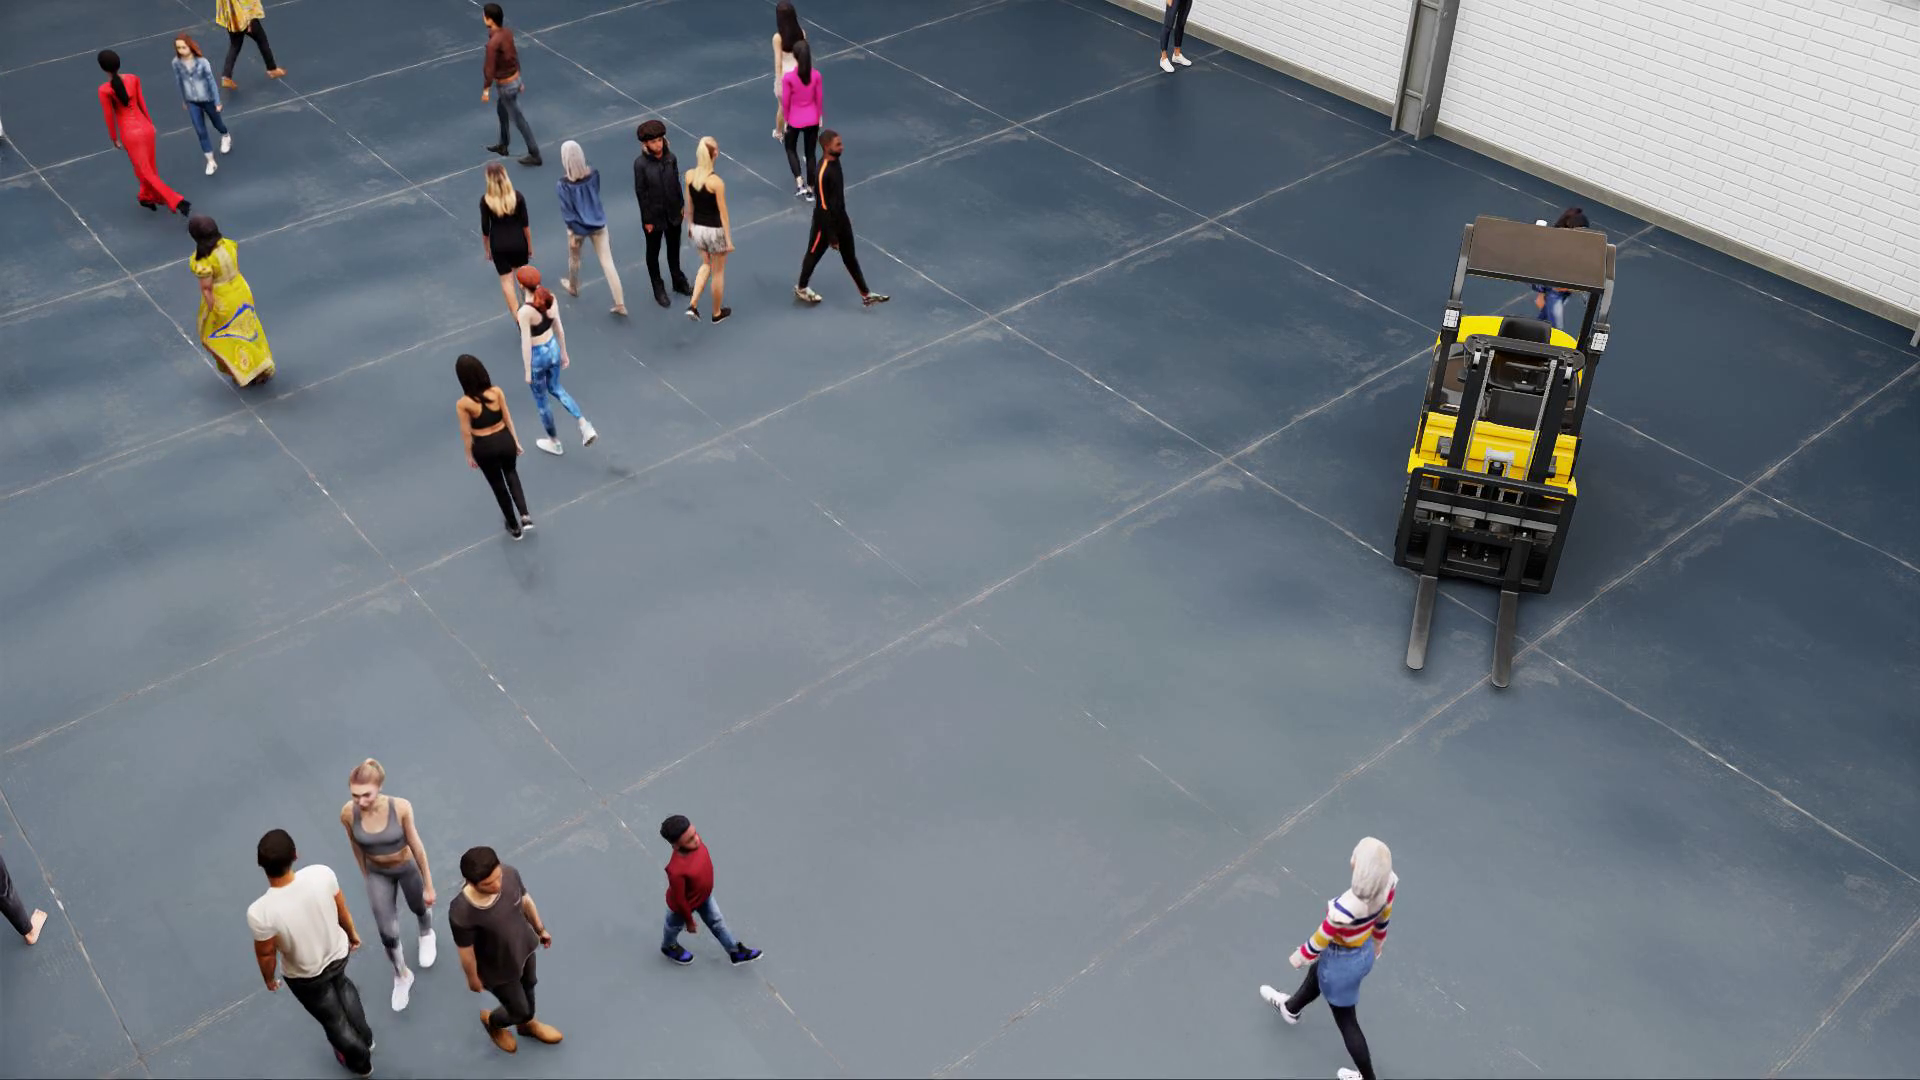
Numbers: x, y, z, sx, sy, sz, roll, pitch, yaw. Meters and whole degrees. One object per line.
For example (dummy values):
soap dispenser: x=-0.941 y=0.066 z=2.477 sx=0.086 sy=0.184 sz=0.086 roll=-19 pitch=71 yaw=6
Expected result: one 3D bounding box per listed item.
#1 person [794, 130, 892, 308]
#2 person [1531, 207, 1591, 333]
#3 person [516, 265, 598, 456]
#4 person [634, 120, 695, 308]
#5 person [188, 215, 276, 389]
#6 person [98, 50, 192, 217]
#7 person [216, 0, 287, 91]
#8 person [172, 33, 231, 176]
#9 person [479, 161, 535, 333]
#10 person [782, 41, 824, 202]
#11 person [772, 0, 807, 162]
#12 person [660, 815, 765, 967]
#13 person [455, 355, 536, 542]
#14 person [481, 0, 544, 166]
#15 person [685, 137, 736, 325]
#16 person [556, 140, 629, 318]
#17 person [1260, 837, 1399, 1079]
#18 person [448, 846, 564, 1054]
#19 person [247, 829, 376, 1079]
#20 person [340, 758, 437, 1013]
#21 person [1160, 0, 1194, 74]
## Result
person: x=-1.290 y=-2.921 z=15.298 sx=1.288 sy=1.755 sz=1.053 roll=13 pitch=40 yaw=15
person: x=5.152 y=-2.156 z=14.483 sx=0.708 sy=1.577 sz=1.048 roll=-21 pitch=43 yaw=-24
person: x=-3.279 y=-1.390 z=13.374 sx=0.926 sy=1.773 sz=0.721 roll=20 pitch=43 yaw=24
person: x=-2.785 y=-3.064 z=15.457 sx=0.606 sy=1.781 sz=0.577 roll=-27 pitch=46 yaw=-30
person: x=-6.209 y=-2.010 z=14.253 sx=1.054 sy=1.645 sz=0.985 roll=11 pitch=40 yaw=13
person: x=-8.198 y=-4.009 z=16.666 sx=1.169 sy=1.759 sz=0.895 roll=17 pitch=42 yaw=20
person: x=-8.394 y=-5.978 z=19.240 sx=1.088 sy=1.612 sz=0.947 roll=22 pitch=43 yaw=25
person: x=-8.087 y=-4.730 z=17.805 sx=0.912 sy=1.453 sz=1.081 roll=-5 pitch=39 yaw=-6
person: x=-4.048 y=-2.586 z=14.956 sx=0.757 sy=1.658 sz=0.963 roll=-14 pitch=41 yaw=-17
person: x=-1.578 y=-4.235 z=17.006 sx=0.692 sy=1.688 sz=0.734 roll=-12 pitch=40 yaw=-15
person: x=-1.743 y=-4.828 z=17.743 sx=0.683 sy=1.684 sz=1.069 roll=-23 pitch=44 yaw=-26
person: x=-1.608 y=2.022 z=9.529 sx=0.933 sy=1.230 sz=0.770 roll=13 pitch=40 yaw=16
person: x=-3.491 y=-0.637 z=12.539 sx=0.598 sy=1.629 sz=0.644 roll=-19 pitch=42 yaw=-22
person: x=-4.708 y=-4.796 z=17.646 sx=1.036 sy=1.755 sz=0.968 roll=4 pitch=39 yaw=5
person: x=-2.316 y=-2.740 z=15.010 sx=0.840 sy=1.831 sz=0.853 roll=20 pitch=43 yaw=23
person: x=-3.355 y=-2.808 z=15.252 sx=0.618 sy=1.647 sz=1.174 roll=-29 pitch=47 yaw=-31
person: x=2.091 y=2.285 z=8.771 sx=0.696 sy=1.765 sz=1.134 roll=-31 pitch=48 yaw=-33
person: x=-2.524 y=2.184 z=8.953 sx=0.810 sy=1.696 sz=0.775 roll=14 pitch=41 yaw=17
person: x=-3.352 y=2.267 z=8.786 sx=0.714 sy=1.786 sz=0.718 roll=25 pitch=45 yaw=28
person: x=-3.175 y=1.819 z=9.424 sx=0.791 sy=1.680 sz=0.908 roll=-7 pitch=39 yaw=-9
person: x=2.606 y=-6.508 z=19.747 sx=0.597 sy=1.808 sz=0.489 roll=-27 pitch=46 yaw=-30
